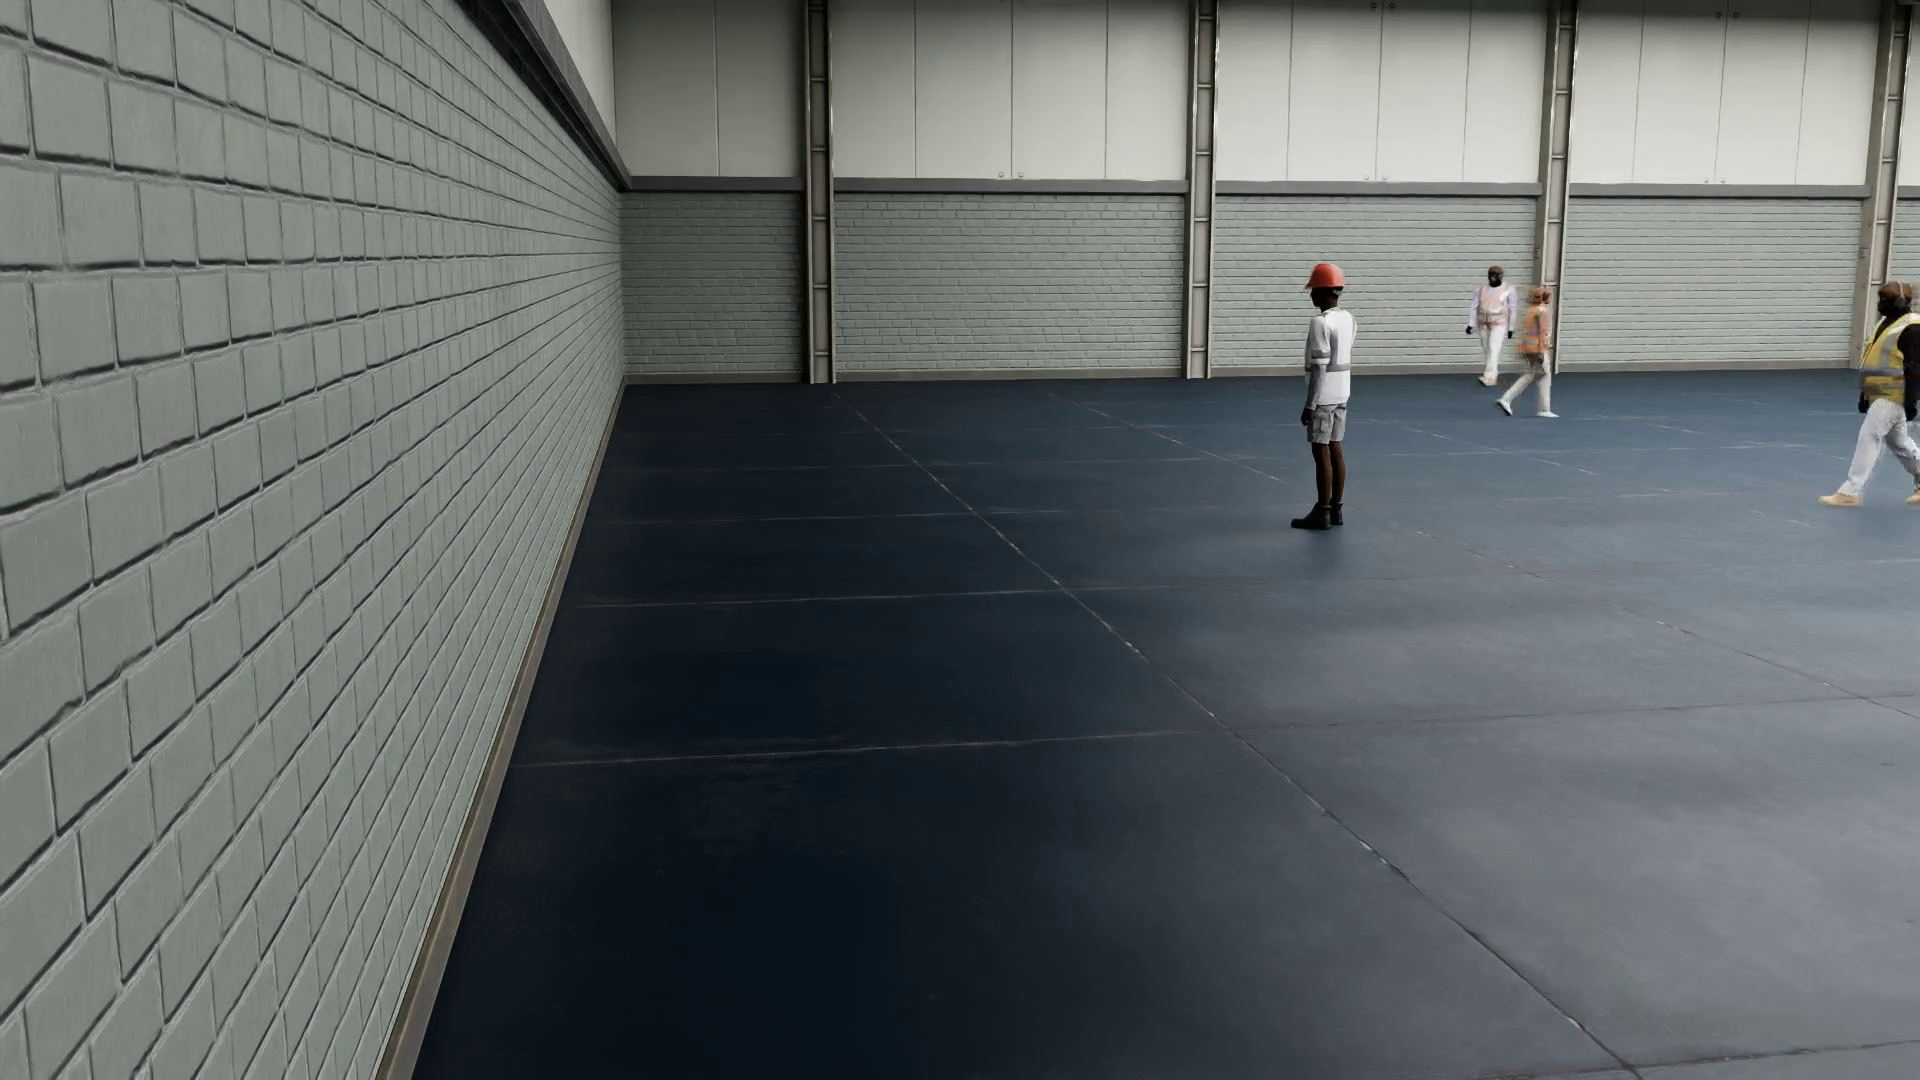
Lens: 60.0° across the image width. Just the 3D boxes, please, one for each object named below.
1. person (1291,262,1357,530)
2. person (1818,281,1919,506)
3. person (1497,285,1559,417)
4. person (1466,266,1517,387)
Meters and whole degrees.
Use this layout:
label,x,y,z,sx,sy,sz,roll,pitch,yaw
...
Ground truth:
label,x,y,z,sx,sy,sz,roll,pitch,yaw
person,2.655,-1.042,12.135,0.351,1.941,0.545,7,12,36
person,7.402,-1.152,13.181,0.948,1.801,0.639,1,10,8
person,6.974,-2.299,20.327,0.675,1.622,0.527,0,10,-2
person,7.909,-3.179,24.847,0.622,1.791,0.959,9,13,41
